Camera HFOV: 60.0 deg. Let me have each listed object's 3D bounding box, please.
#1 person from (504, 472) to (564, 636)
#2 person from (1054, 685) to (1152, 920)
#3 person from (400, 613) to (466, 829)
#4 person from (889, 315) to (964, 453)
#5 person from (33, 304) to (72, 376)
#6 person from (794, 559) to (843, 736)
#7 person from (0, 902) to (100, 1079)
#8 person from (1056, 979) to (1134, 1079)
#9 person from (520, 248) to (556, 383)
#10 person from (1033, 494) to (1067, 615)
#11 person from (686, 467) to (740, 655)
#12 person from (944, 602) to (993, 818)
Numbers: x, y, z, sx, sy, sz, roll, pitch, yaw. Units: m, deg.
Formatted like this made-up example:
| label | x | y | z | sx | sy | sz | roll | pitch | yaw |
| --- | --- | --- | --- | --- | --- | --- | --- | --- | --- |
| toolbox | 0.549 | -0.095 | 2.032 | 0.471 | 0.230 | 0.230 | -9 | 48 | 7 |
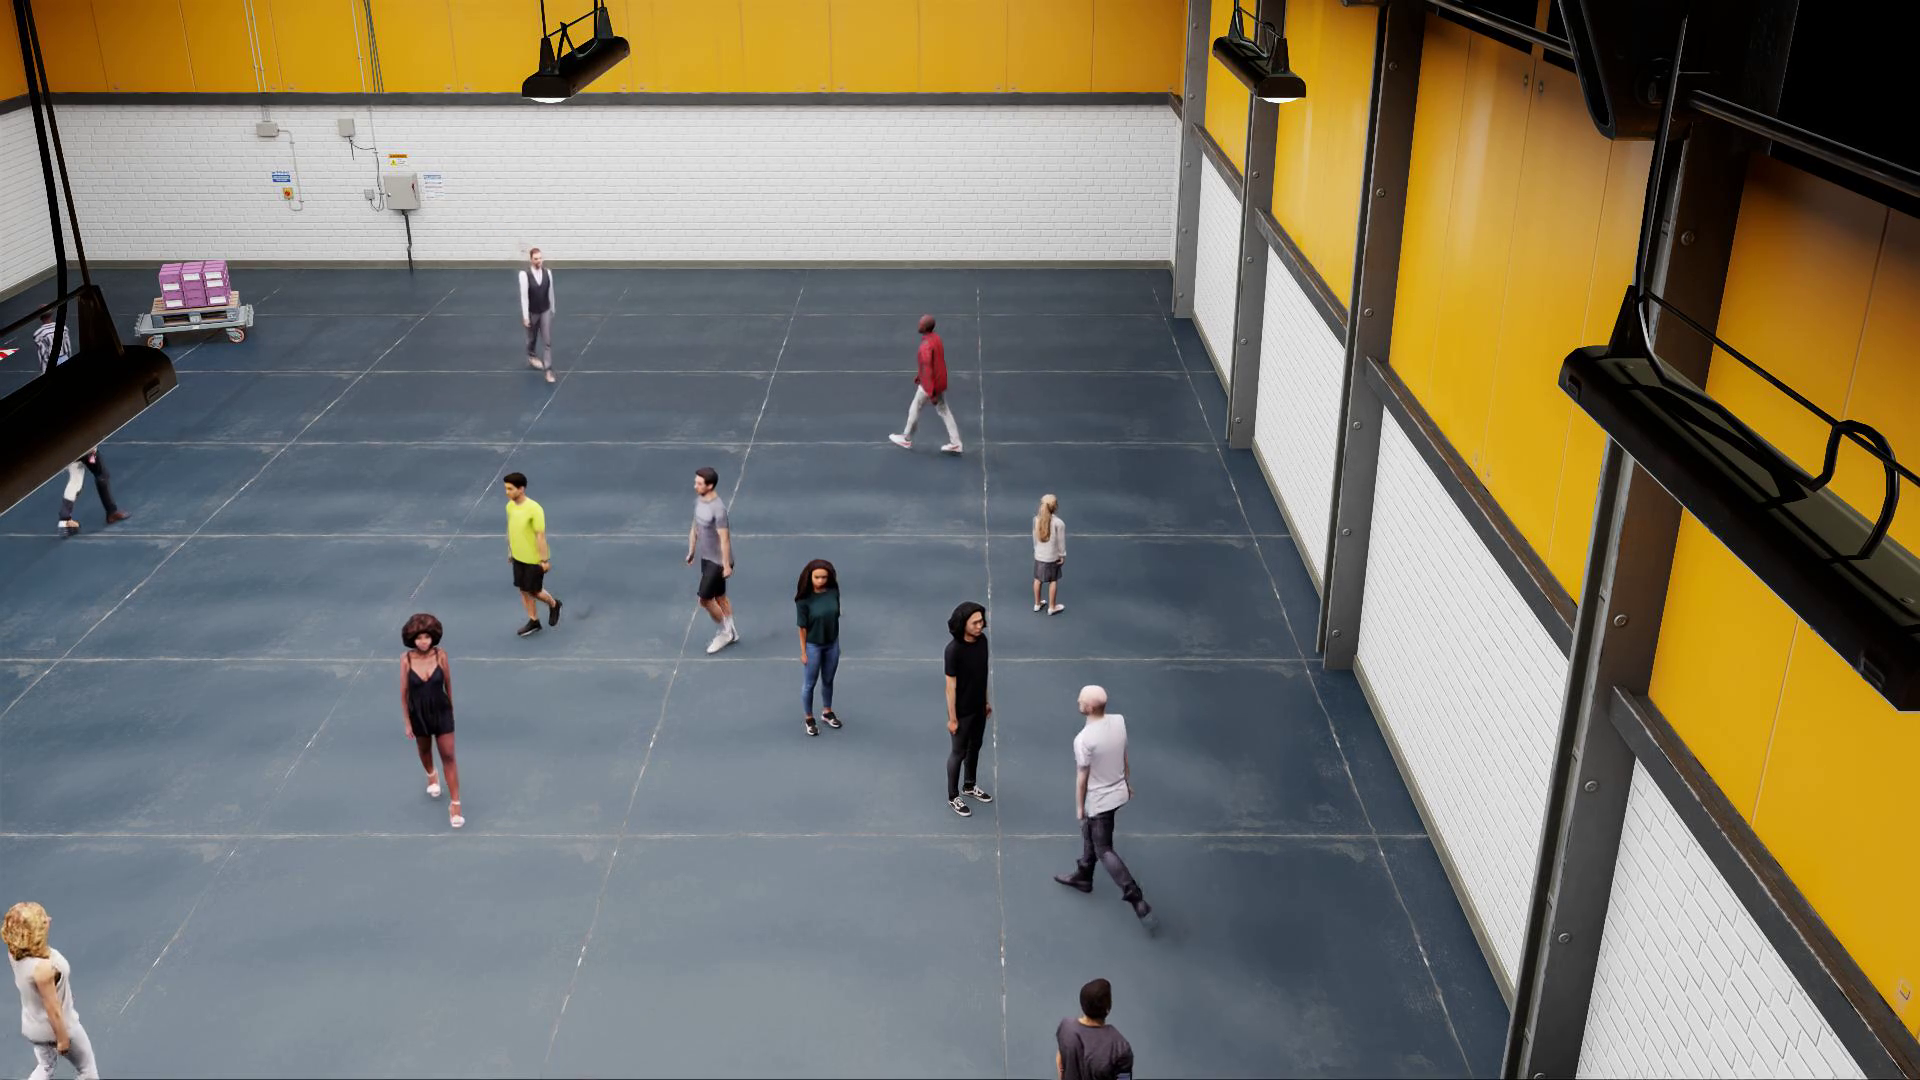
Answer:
| label | x | y | z | sx | sy | sz | roll | pitch | yaw |
| --- | --- | --- | --- | --- | --- | --- | --- | --- | --- |
| person | -4.156 | 0.116 | 16.226 | 0.818 | 1.693 | 0.883 | 15 | 28 | 30 |
| person | 1.105 | 1.916 | 11.990 | 1.173 | 1.788 | 1.197 | 18 | 29 | 35 |
| person | -4.251 | 1.384 | 13.267 | 0.820 | 1.741 | 1.162 | -9 | 25 | -19 |
| person | -0.259 | -1.915 | 20.772 | 1.082 | 1.774 | 1.244 | 11 | 26 | 24 |
| person | -11.521 | -2.150 | 21.284 | 0.760 | 1.795 | 0.628 | 11 | 26 | 25 |
| person | -1.222 | 0.904 | 14.521 | 0.704 | 1.615 | 0.741 | -14 | 27 | -30 |
| person | -5.515 | 2.898 | 9.916 | 0.931 | 1.650 | 1.064 | 16 | 28 | 33 |
| person | 0.662 | 3.214 | 9.105 | 1.026 | 1.722 | 1.205 | 14 | 27 | 28 |
| person | -6.028 | -3.232 | 23.654 | 1.053 | 1.878 | 1.310 | -13 | 27 | -28 |
| person | 0.870 | 0.131 | 16.714 | 0.608 | 1.274 | 0.643 | 16 | 28 | 32 |
| person | -2.253 | 0.162 | 15.915 | 0.879 | 1.859 | 0.801 | -13 | 27 | -27 |
| person | 0.063 | 1.307 | 13.325 | 0.766 | 1.835 | 0.683 | 19 | 30 | 36 |
